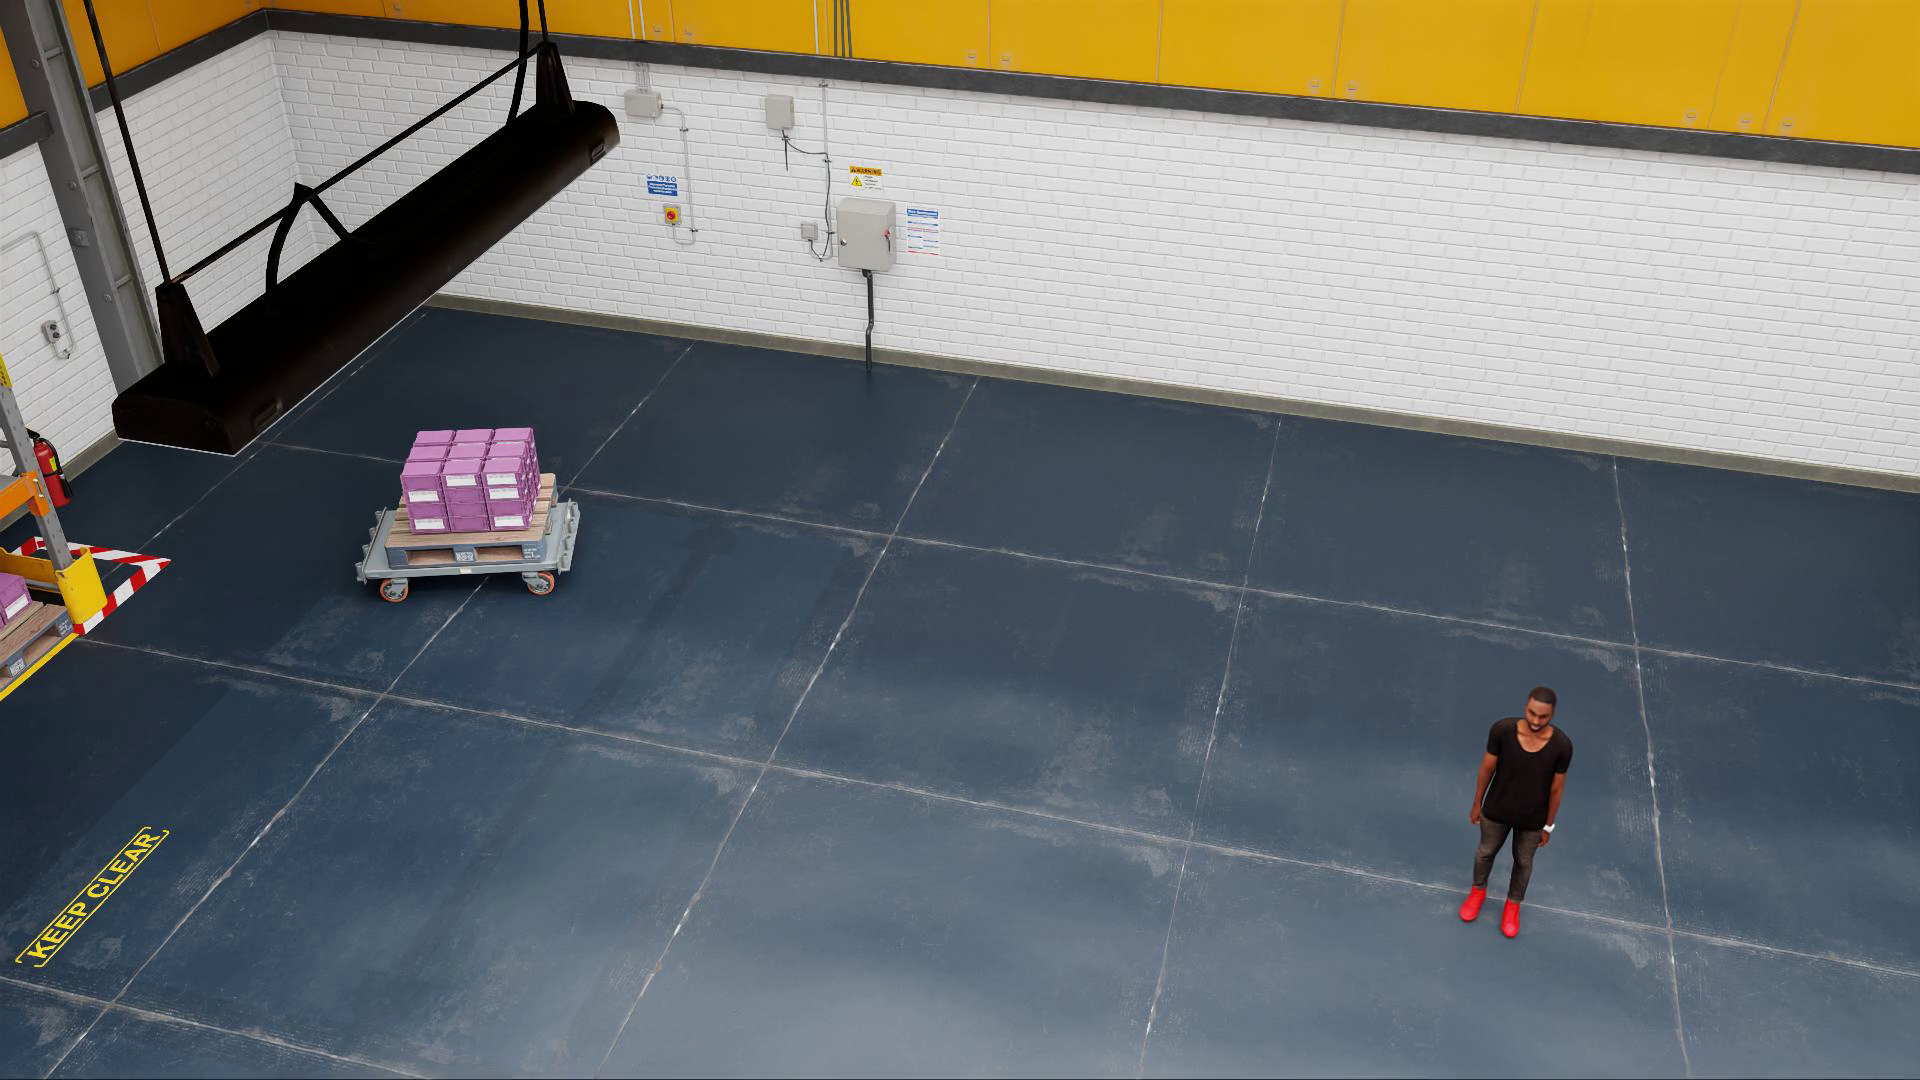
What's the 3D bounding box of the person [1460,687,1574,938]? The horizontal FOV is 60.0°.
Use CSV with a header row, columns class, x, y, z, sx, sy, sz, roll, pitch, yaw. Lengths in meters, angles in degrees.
class,x,y,z,sx,sy,sz,roll,pitch,yaw
person,3.328,1.589,9.935,0.675,1.803,0.602,15,36,21
